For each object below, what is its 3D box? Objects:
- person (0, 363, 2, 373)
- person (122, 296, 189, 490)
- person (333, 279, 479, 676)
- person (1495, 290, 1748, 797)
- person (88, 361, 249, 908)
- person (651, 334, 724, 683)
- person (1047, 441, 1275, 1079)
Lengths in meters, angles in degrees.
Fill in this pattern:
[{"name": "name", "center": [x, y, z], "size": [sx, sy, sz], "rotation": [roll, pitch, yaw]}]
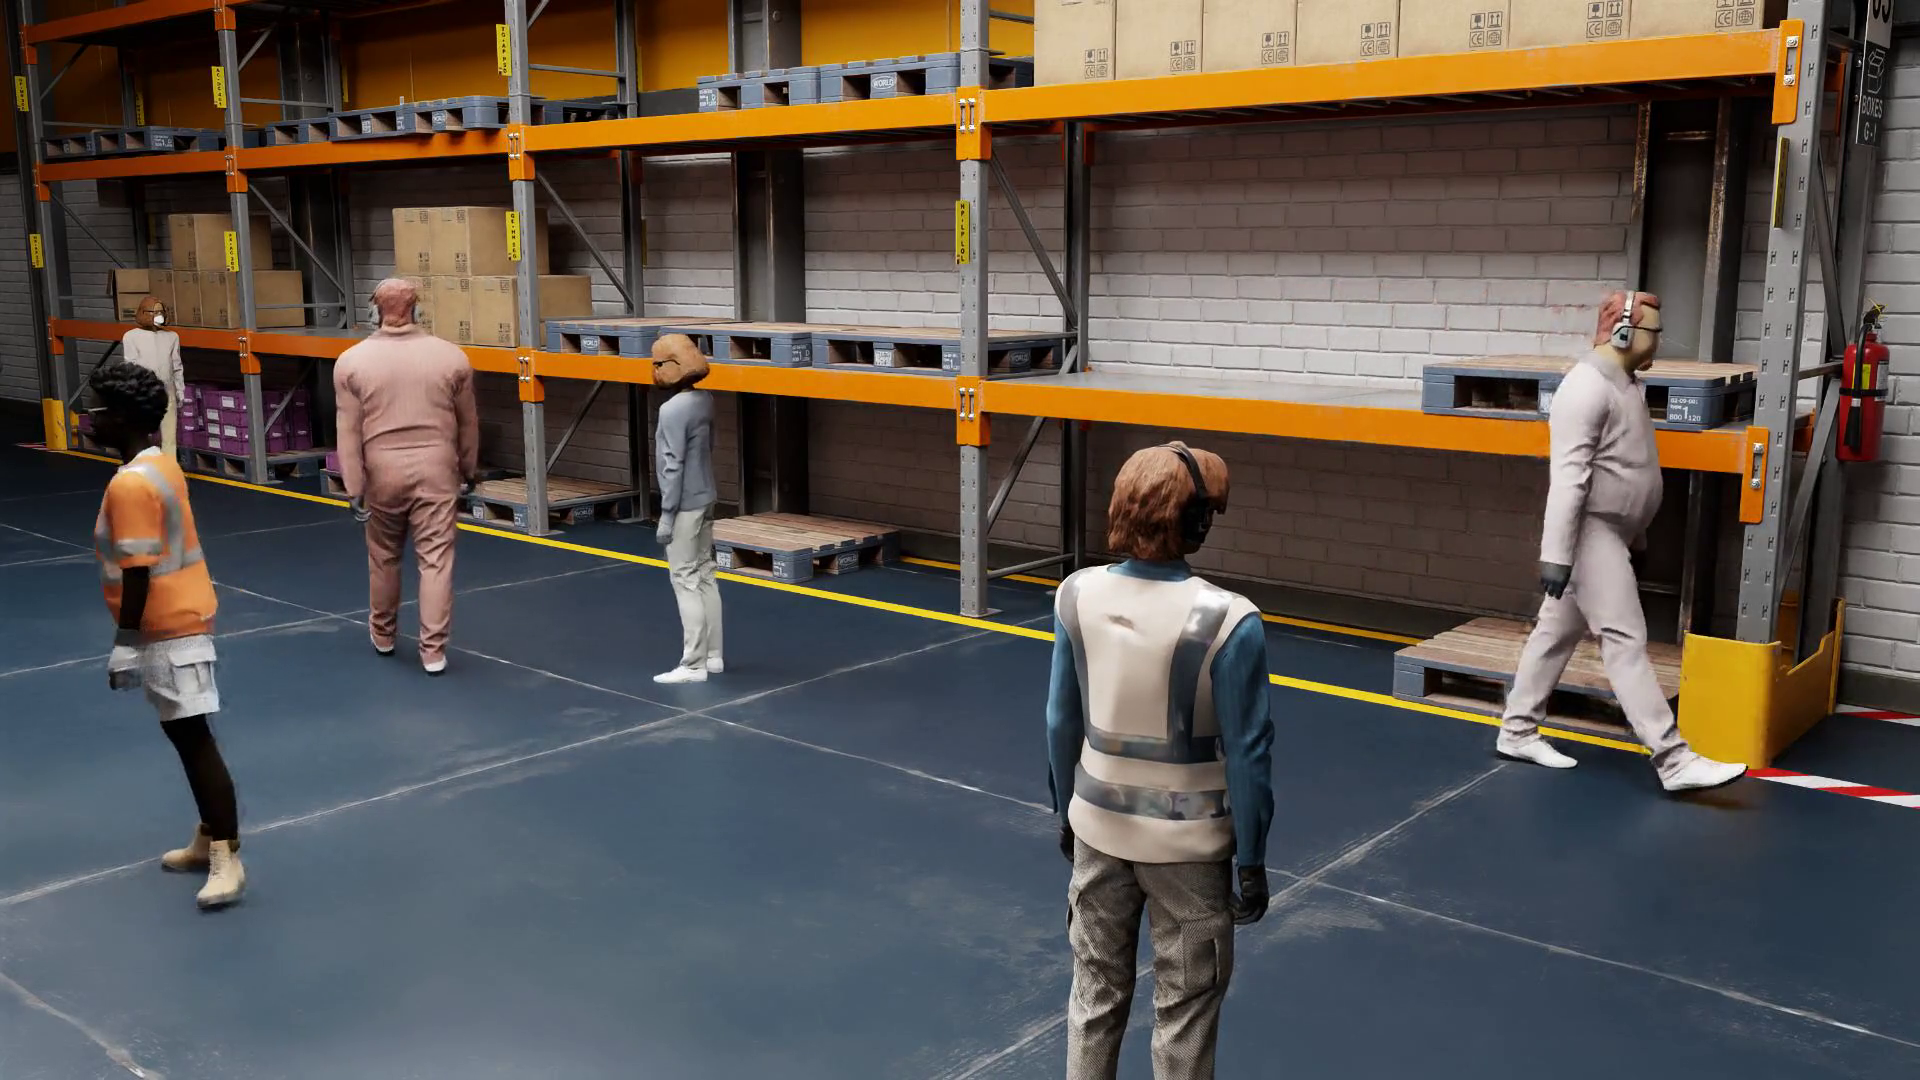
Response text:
[{"name": "person", "center": [-9.948, -1.811, 16.727], "size": [0.519, 1.827, 0.977], "rotation": [-5, 11, -26]}, {"name": "person", "center": [-6.660, -1.198, 13.784], "size": [0.276, 1.629, 0.497], "rotation": [7, 12, 33]}, {"name": "person", "center": [-2.670, -0.316, 8.074], "size": [0.649, 1.874, 0.834], "rotation": [-4, 11, -20]}, {"name": "person", "center": [2.500, 0.013, 6.219], "size": [0.975, 1.855, 0.659], "rotation": [6, 12, 31]}, {"name": "person", "center": [-2.469, 0.285, 5.205], "size": [0.377, 1.674, 0.669], "rotation": [-4, 11, -24]}, {"name": "person", "center": [-1.281, -0.137, 7.753], "size": [0.281, 1.628, 0.529], "rotation": [2, 10, 11]}, {"name": "person", "center": [0.401, 0.619, 3.396], "size": [0.523, 1.639, 0.309], "rotation": [9, 13, 41]}]
